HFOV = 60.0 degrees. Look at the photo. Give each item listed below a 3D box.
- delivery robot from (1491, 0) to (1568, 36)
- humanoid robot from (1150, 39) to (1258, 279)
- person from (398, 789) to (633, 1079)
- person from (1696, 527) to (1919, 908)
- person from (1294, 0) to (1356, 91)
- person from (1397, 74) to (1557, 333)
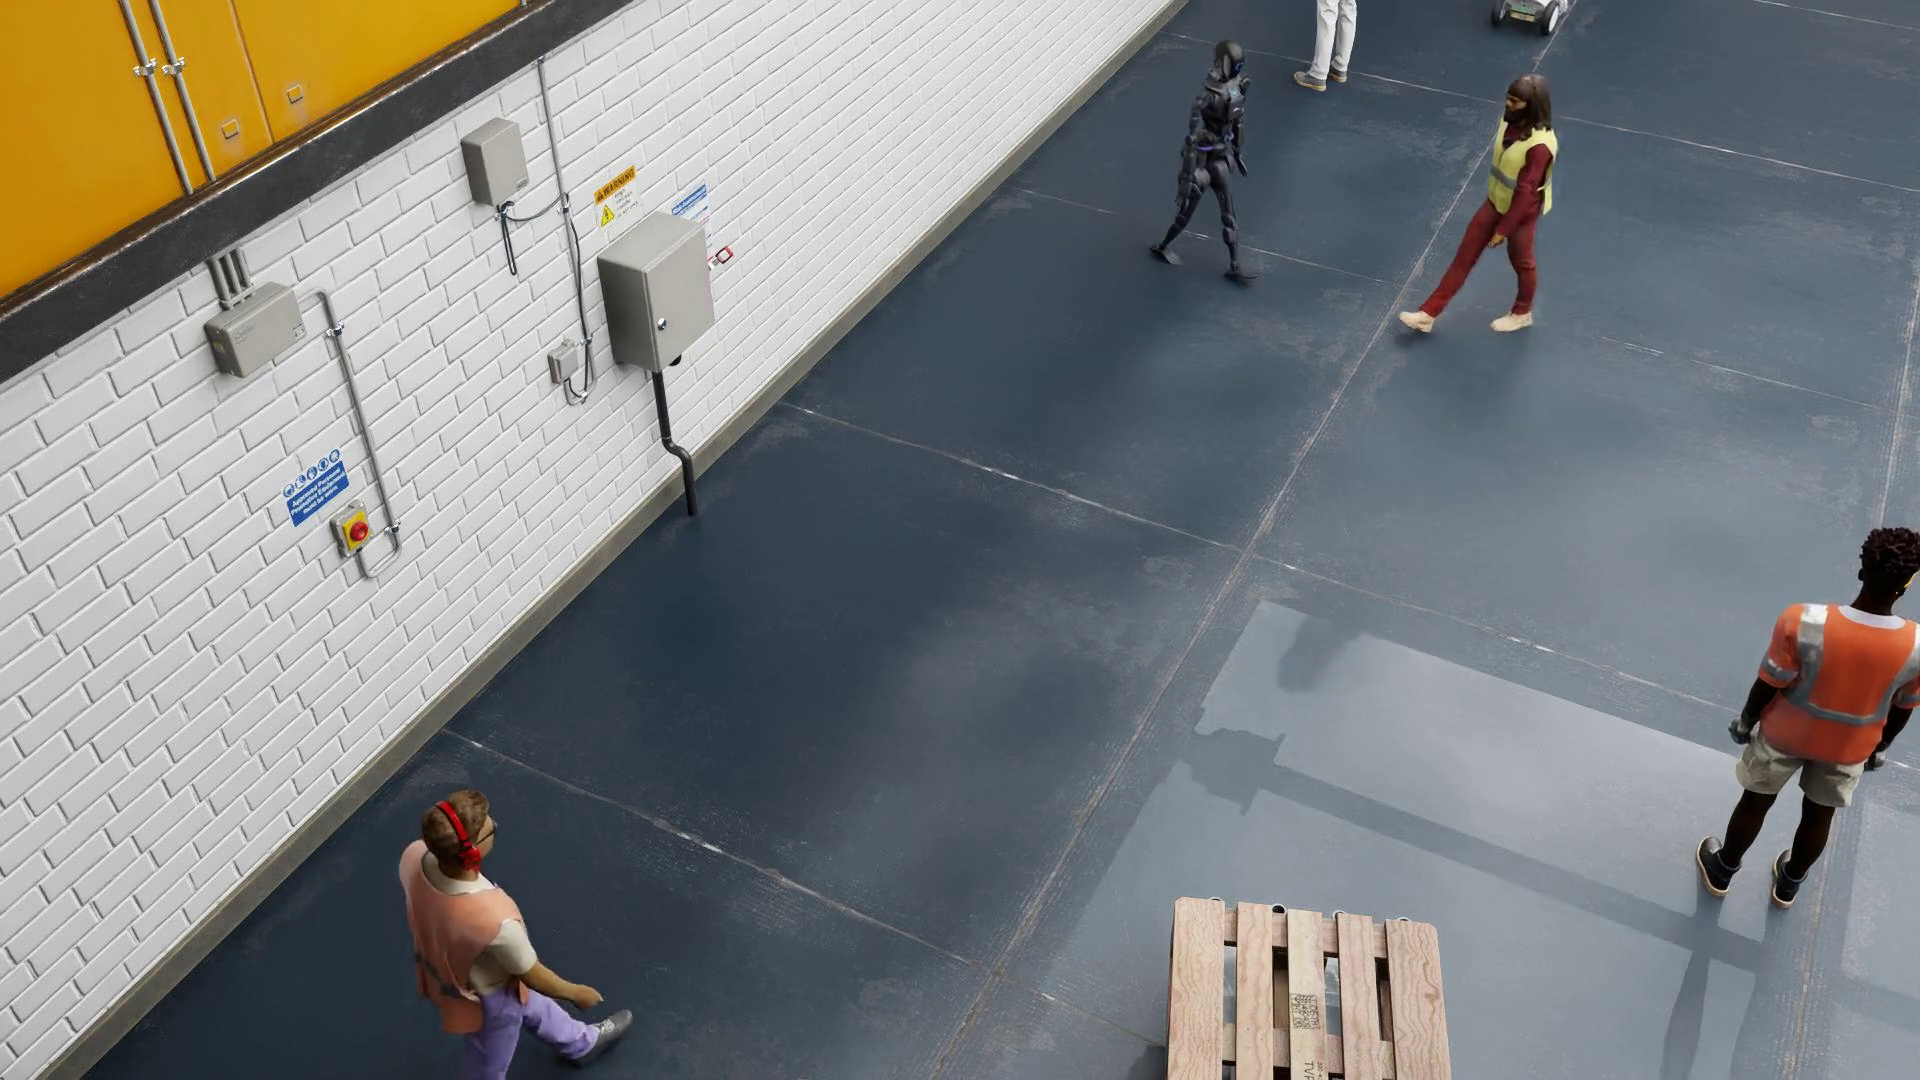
[{"bbox_3d":[4.839,-4.605,13.964,0.514,0.603,0.775,22,45,24],"label":"delivery robot"},{"bbox_3d":[1.608,-2.409,10.582,0.613,1.625,0.775,-32,50,-32],"label":"humanoid robot"},{"bbox_3d":[-1.644,1.556,5.862,0.954,1.796,0.569,-31,49,-31],"label":"person"},{"bbox_3d":[3.432,0.761,6.680,0.606,1.936,0.373,12,42,14],"label":"person"},{"bbox_3d":[2.887,-4.364,12.660,0.573,1.886,0.356,-26,47,-27],"label":"person"},{"bbox_3d":[3.223,-1.962,10.009,0.957,1.714,0.475,-14,43,-15],"label":"person"}]
